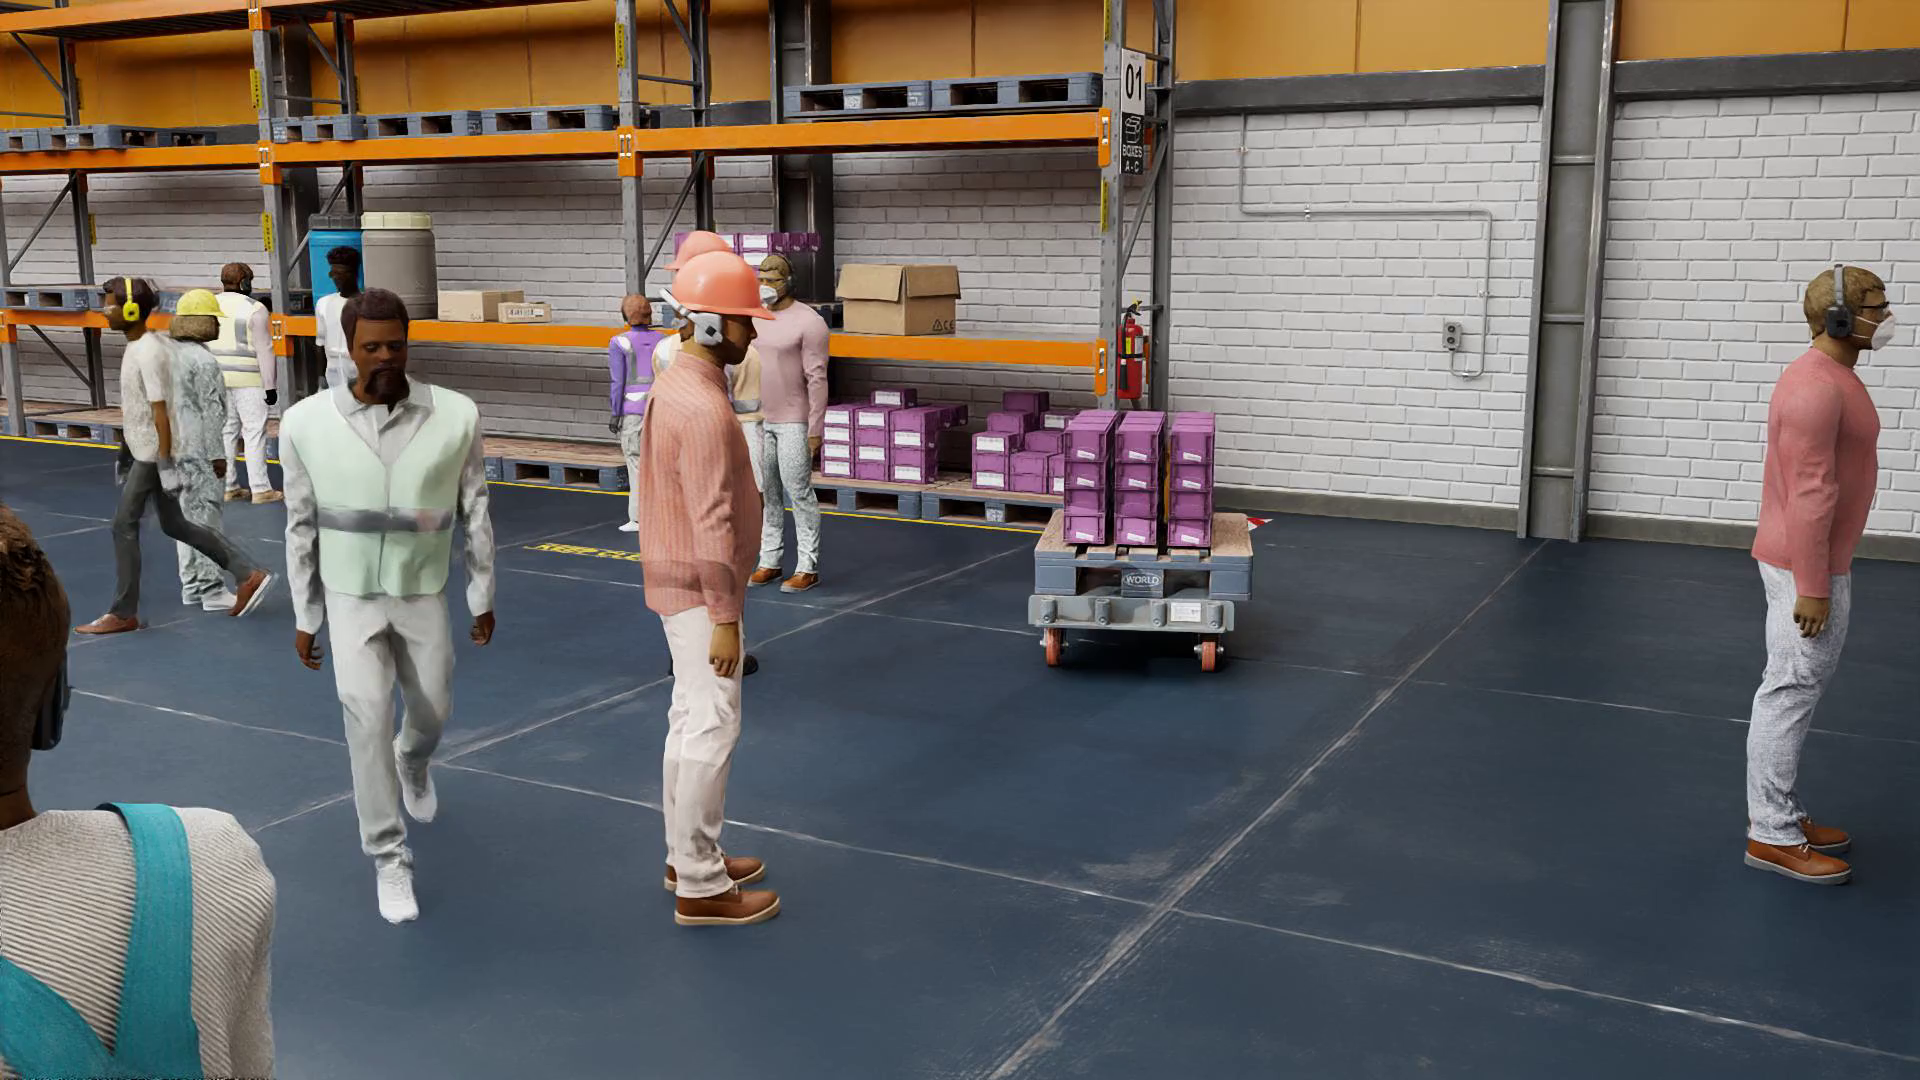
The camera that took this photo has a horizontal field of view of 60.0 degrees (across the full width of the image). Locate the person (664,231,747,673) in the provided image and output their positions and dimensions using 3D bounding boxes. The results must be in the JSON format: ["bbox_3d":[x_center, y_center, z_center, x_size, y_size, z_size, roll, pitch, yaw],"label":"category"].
[{"bbox_3d":[-1.148,-0.382,7.649,0.365,2.048,0.605,-1,10,-6],"label":"person"}]

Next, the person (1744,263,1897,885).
[{"bbox_3d":[2.729,0.100,5.303,0.372,1.940,0.630,6,12,29],"label":"person"}]

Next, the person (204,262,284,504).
[{"bbox_3d":[-5.476,-1.194,12.701,0.626,1.836,0.430,4,11,19],"label":"person"}]

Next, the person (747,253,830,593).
[{"bbox_3d":[-1.016,-0.663,9.522,0.629,1.932,0.362,7,13,35],"label":"person"}]

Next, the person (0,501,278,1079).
[{"bbox_3d":[-0.766,0.860,1.395,0.345,1.847,0.506,4,11,20],"label":"person"}]

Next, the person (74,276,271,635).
[{"bbox_3d":[-4.102,-0.441,8.574,0.894,1.841,0.534,-5,11,-25],"label":"person"}]

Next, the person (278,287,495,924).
[{"bbox_3d":[-1.775,0.153,5.179,0.607,1.887,0.834,-5,11,-25],"label":"person"}]

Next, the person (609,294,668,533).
[{"bbox_3d":[-2.178,-0.863,11.413,0.313,1.636,0.517,10,14,43],"label":"person"}]

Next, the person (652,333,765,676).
[{"bbox_3d":[-1.122,-0.309,7.605,0.548,1.923,0.390,4,11,21],"label":"person"}]

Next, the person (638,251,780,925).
[{"bbox_3d":[-0.732,0.153,4.908,0.407,1.981,0.625,-3,11,-18],"label":"person"}]

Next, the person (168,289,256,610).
[{"bbox_3d":[-4.123,-0.491,9.090,0.316,1.741,0.488,-10,14,-44],"label":"person"}]
